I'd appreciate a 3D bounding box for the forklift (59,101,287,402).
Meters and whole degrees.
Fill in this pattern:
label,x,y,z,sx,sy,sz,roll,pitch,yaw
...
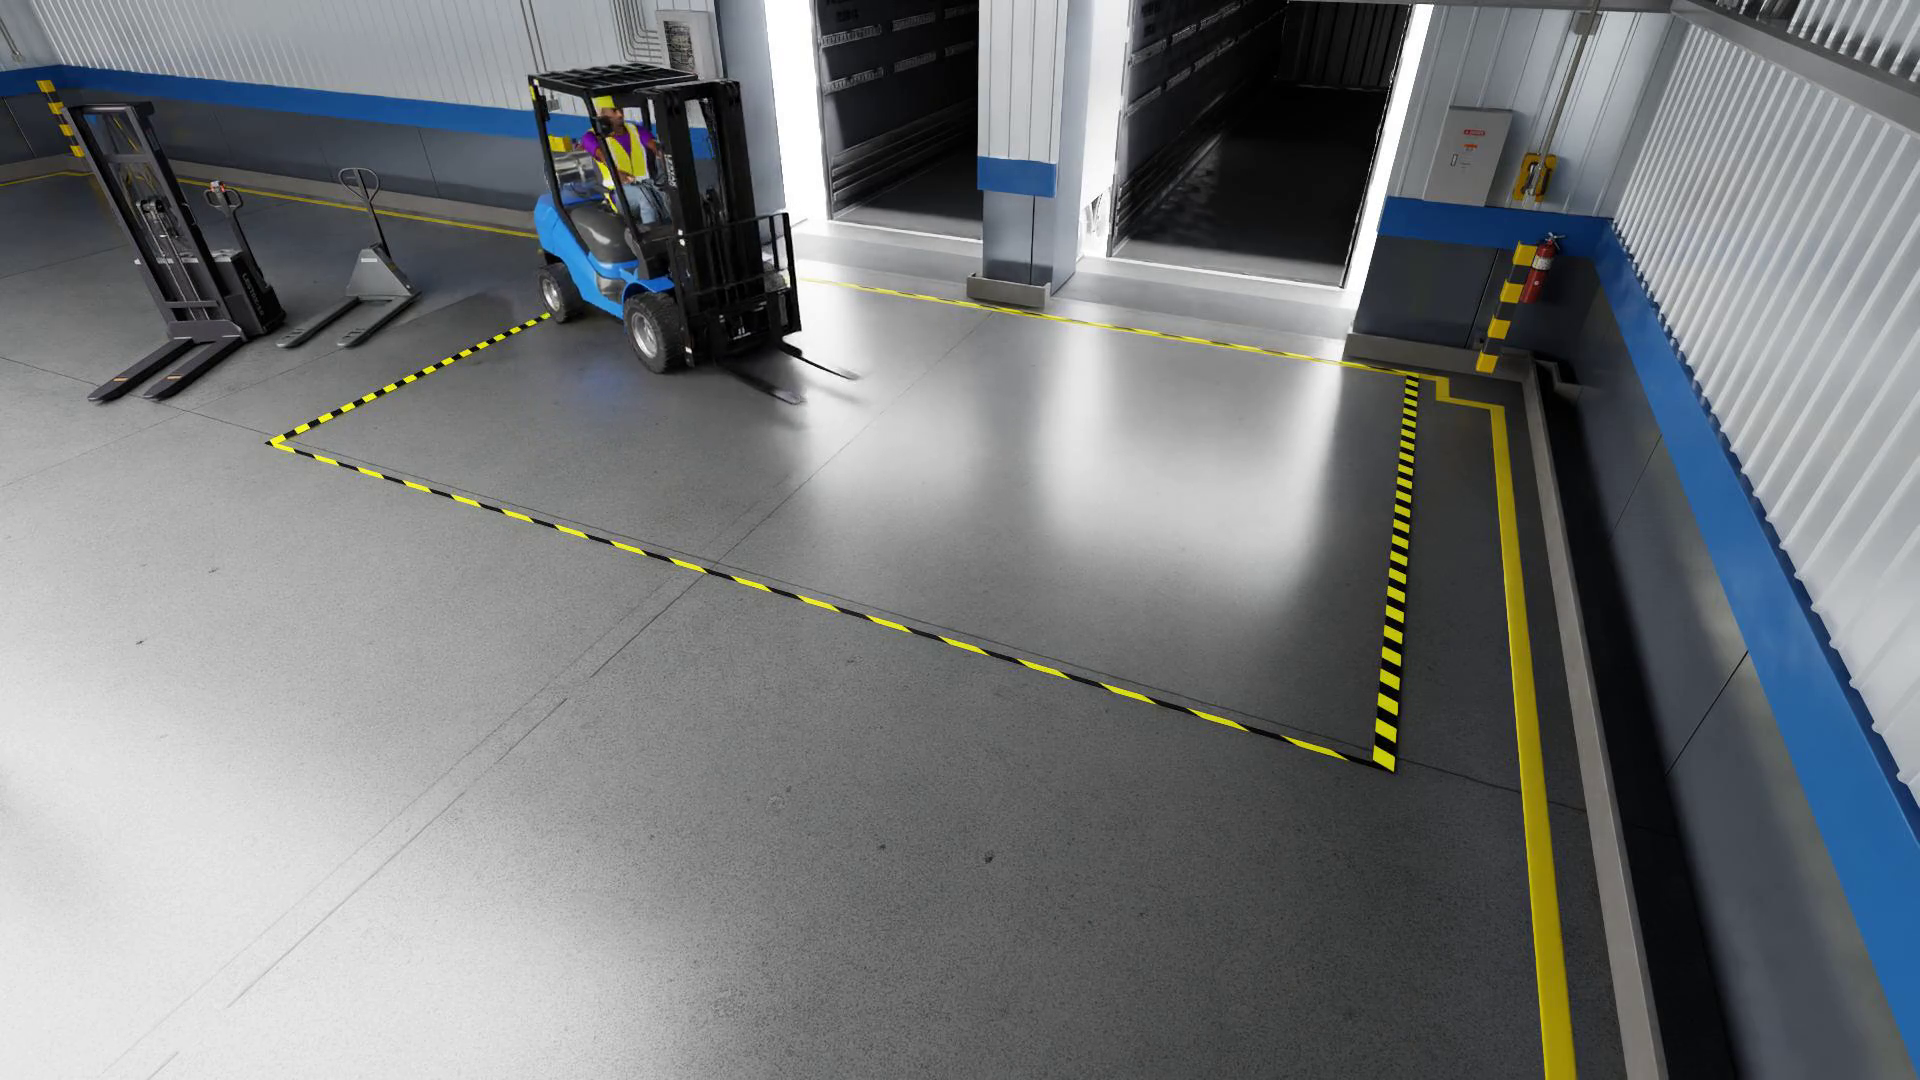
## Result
label,x,y,z,sx,sy,sz,roll,pitch,yaw
forklift,-6.686,-2.387,7.434,0.823,1.965,1.885,-3,35,-5

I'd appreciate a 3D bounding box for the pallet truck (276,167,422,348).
label,x,y,z,sx,sy,sz,roll,pitch,yaw
pallet truck,-5.732,-2.611,8.414,0.680,1.201,1.601,-1,35,-1

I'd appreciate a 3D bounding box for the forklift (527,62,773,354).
label,x,y,z,sx,sy,sz,roll,pitch,yaw
forklift,-2.735,-2.952,7.933,2.680,2.036,1.157,29,44,35

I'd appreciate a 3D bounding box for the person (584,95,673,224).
label,x,y,z,sx,sy,sz,roll,pitch,yaw
person,-2.697,-3.079,7.787,1.004,1.293,0.635,29,44,35
